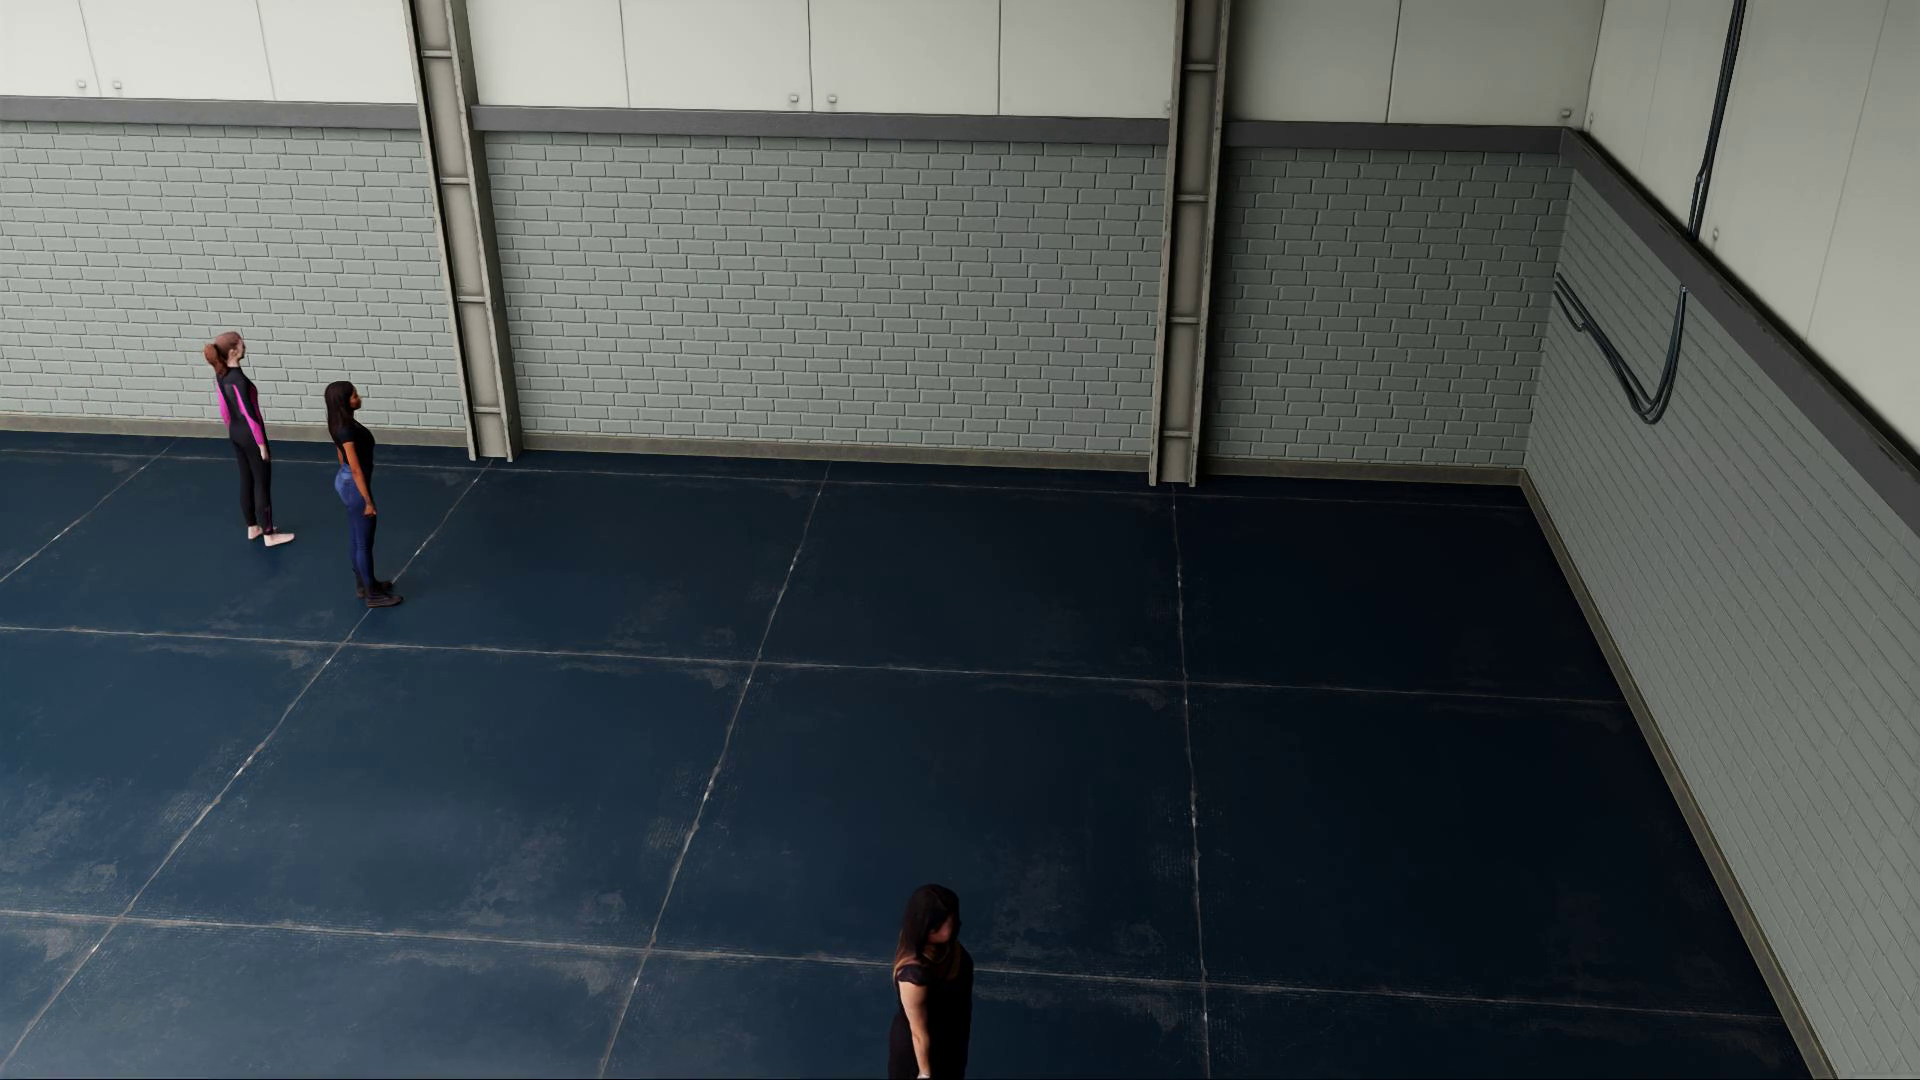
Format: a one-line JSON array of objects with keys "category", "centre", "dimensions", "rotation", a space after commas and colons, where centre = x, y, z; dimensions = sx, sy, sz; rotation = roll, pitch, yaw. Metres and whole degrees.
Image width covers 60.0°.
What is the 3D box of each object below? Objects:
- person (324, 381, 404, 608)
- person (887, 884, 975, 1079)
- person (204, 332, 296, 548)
[{"category": "person", "centre": [-4.402, -0.341, 12.120], "dimensions": [0.690, 1.739, 0.655], "rotation": [-14, 31, -26]}, {"category": "person", "centre": [-0.148, 2.191, 7.228], "dimensions": [0.586, 1.716, 0.645], "rotation": [1, 27, 3]}, {"category": "person", "centre": [-5.567, -0.794, 12.991], "dimensions": [0.627, 1.748, 0.716], "rotation": [20, 33, 34]}]
